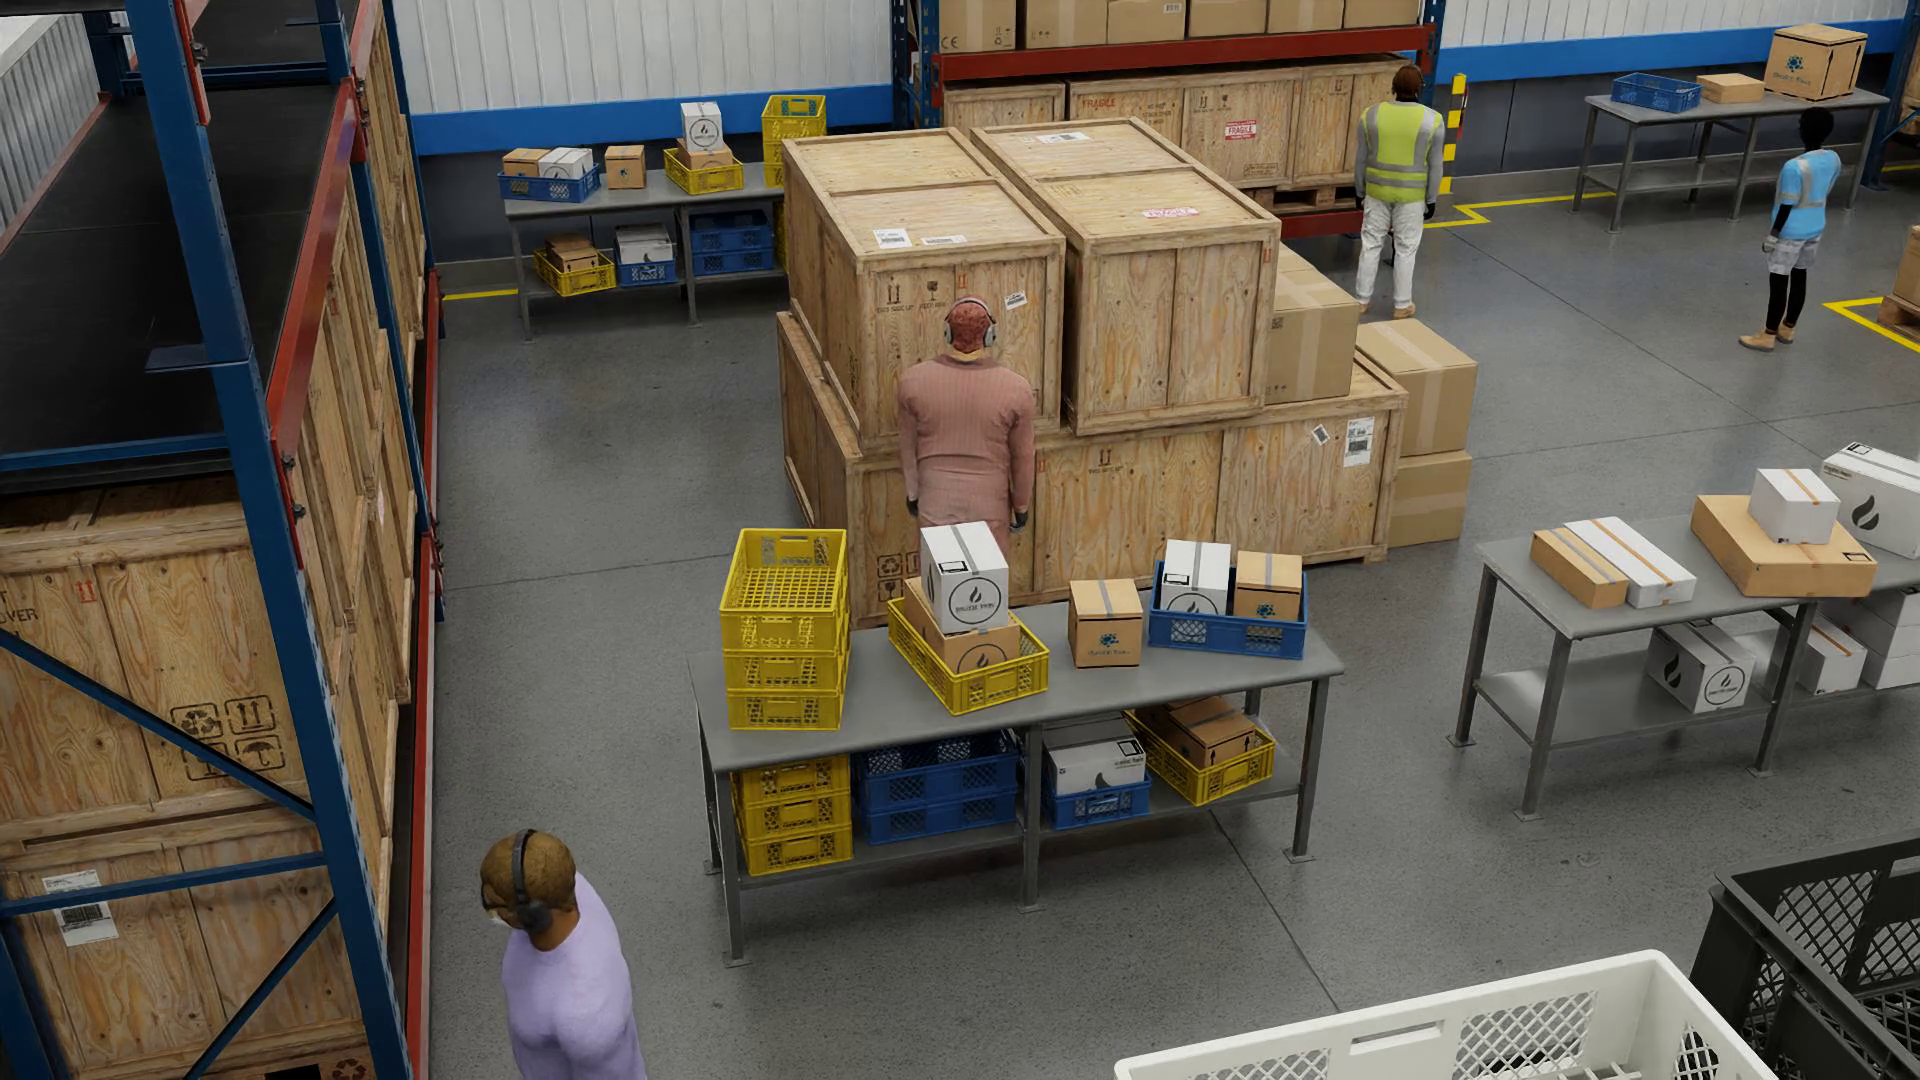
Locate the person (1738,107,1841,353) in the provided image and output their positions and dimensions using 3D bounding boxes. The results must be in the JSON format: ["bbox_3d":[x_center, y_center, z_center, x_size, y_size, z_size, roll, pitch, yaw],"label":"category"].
[{"bbox_3d":[5.766,-2.137,11.495,0.535,1.699,0.322,-17,33,-28],"label":"person"}]

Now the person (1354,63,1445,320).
[{"bbox_3d":[3.147,-2.501,12.009,0.626,1.846,0.429,13,31,22],"label":"person"}]

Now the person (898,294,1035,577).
[{"bbox_3d":[0.038,-0.233,7.845,0.636,1.899,0.399,4,29,8],"label":"person"}]

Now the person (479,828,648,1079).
[{"bbox_3d":[-1.030,1.562,4.543,0.372,1.935,0.627,-11,31,-19],"label":"person"}]
